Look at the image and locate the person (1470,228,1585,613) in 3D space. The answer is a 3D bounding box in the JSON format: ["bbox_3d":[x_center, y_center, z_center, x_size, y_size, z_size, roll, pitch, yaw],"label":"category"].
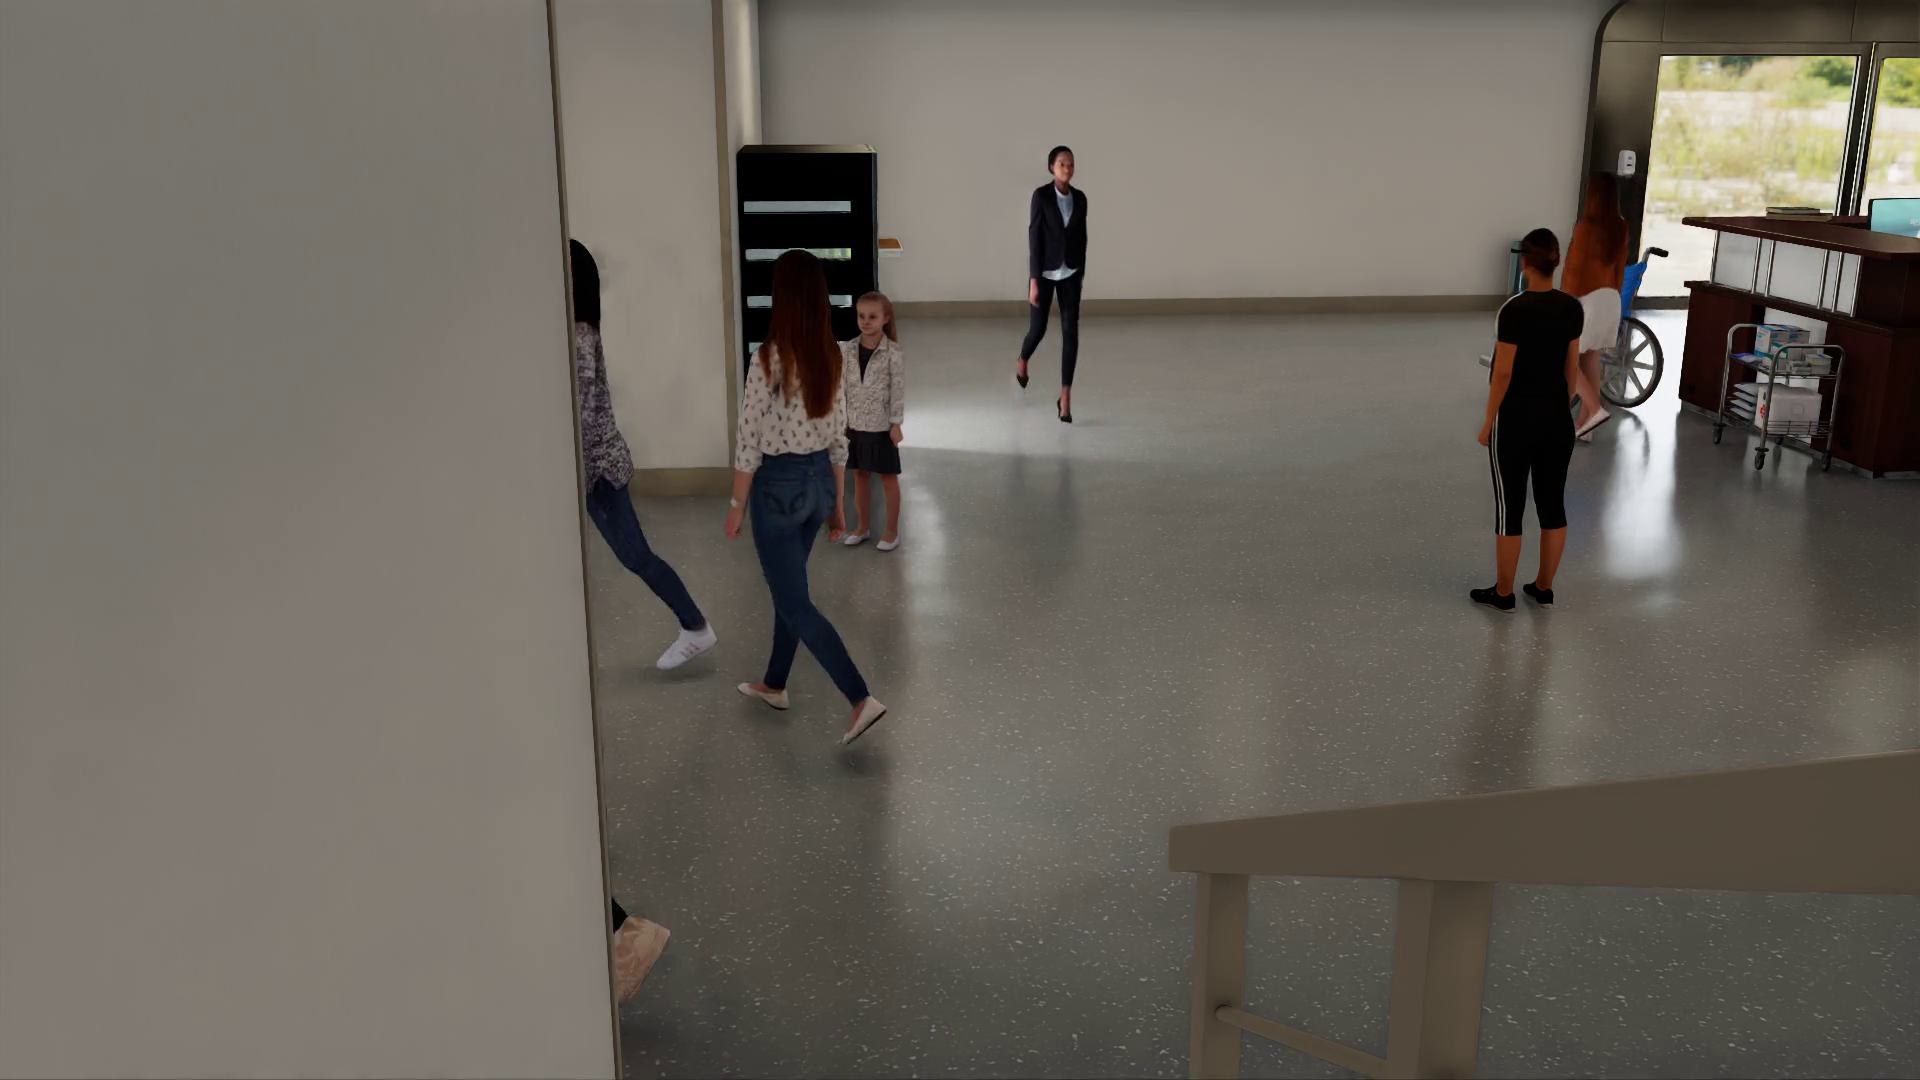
[{"bbox_3d":[2.497,-0.518,7.253,0.618,1.669,0.561,-4,16,-14],"label":"person"}]

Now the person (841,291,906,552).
[{"bbox_3d":[-0.434,-0.601,8.259,0.606,1.276,0.646,7,17,25],"label":"person"}]

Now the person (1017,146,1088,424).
[{"bbox_3d":[0.602,-1.722,11.268,0.782,1.808,1.129,-5,17,-18],"label":"person"}]

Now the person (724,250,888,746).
[{"bbox_3d":[-0.525,-0.115,5.764,1.122,1.702,1.038,13,21,39],"label":"person"}]

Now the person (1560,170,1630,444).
[{"bbox_3d":[4.012,-1.432,10.426,0.744,1.707,0.810,-7,17,-23],"label":"person"}]
